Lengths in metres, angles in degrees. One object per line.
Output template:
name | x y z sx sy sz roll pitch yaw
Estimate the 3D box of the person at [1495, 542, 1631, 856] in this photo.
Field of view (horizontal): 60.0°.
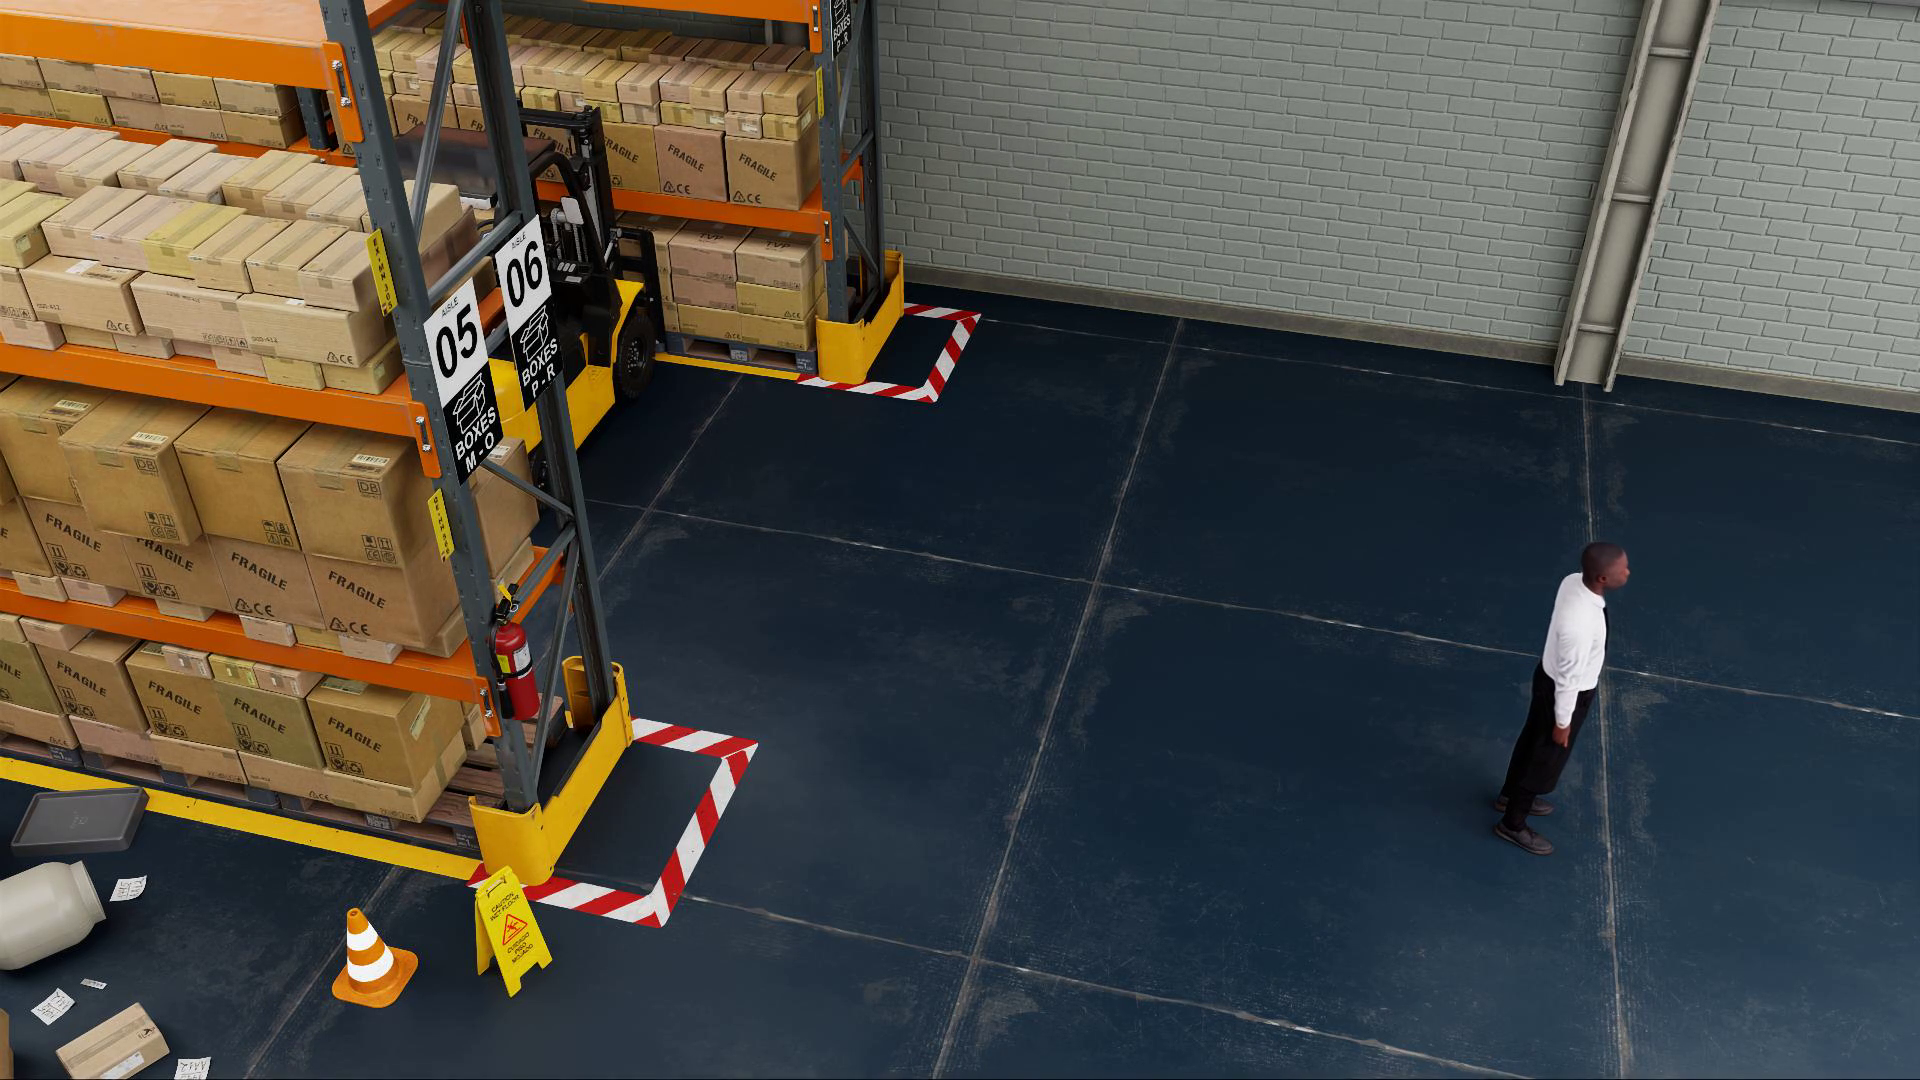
person | 2.945 0.750 8.181 0.505 1.835 0.640 10 38 12
